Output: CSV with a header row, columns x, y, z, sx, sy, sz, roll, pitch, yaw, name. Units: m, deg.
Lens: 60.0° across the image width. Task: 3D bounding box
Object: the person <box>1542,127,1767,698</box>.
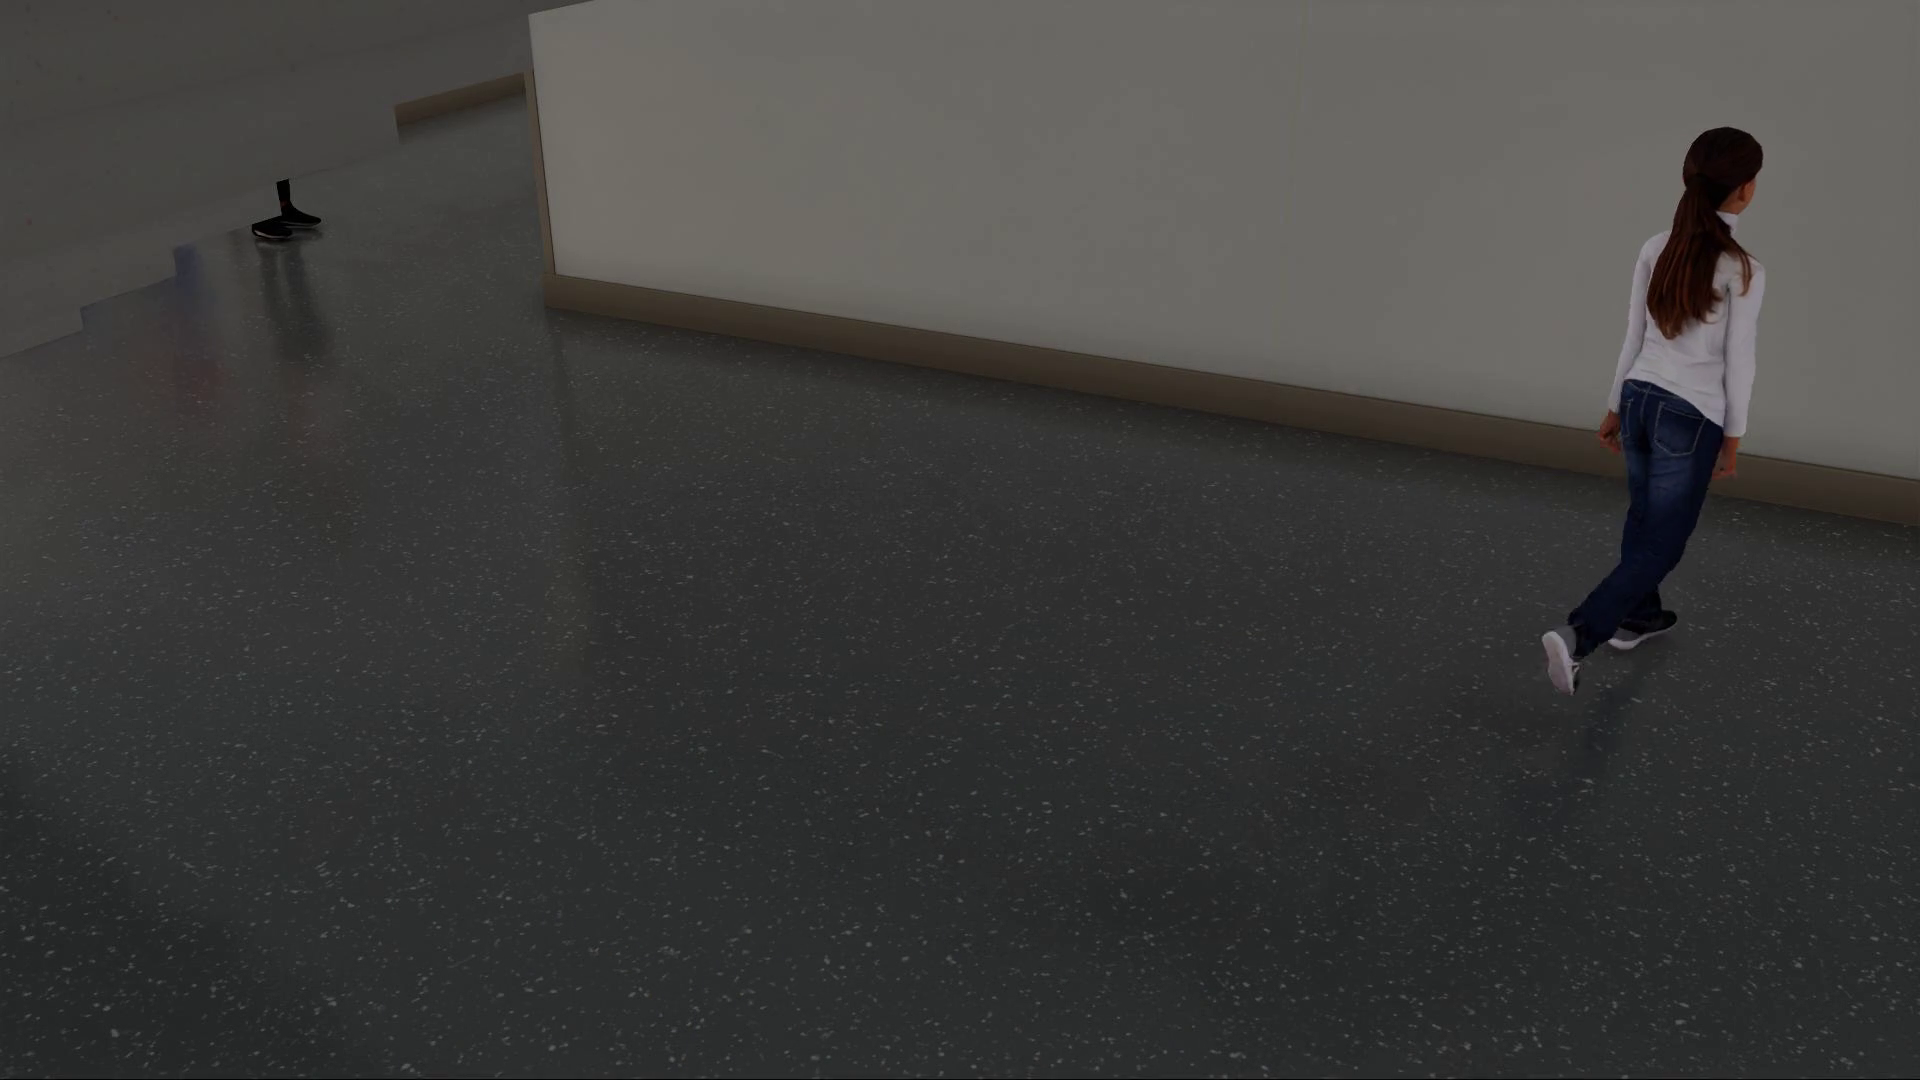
x,y,z,sx,sy,sz,roll,pitch,yaw,name
1.838,-0.291,4.420,0.922,1.534,1.021,-17,31,-32,person
